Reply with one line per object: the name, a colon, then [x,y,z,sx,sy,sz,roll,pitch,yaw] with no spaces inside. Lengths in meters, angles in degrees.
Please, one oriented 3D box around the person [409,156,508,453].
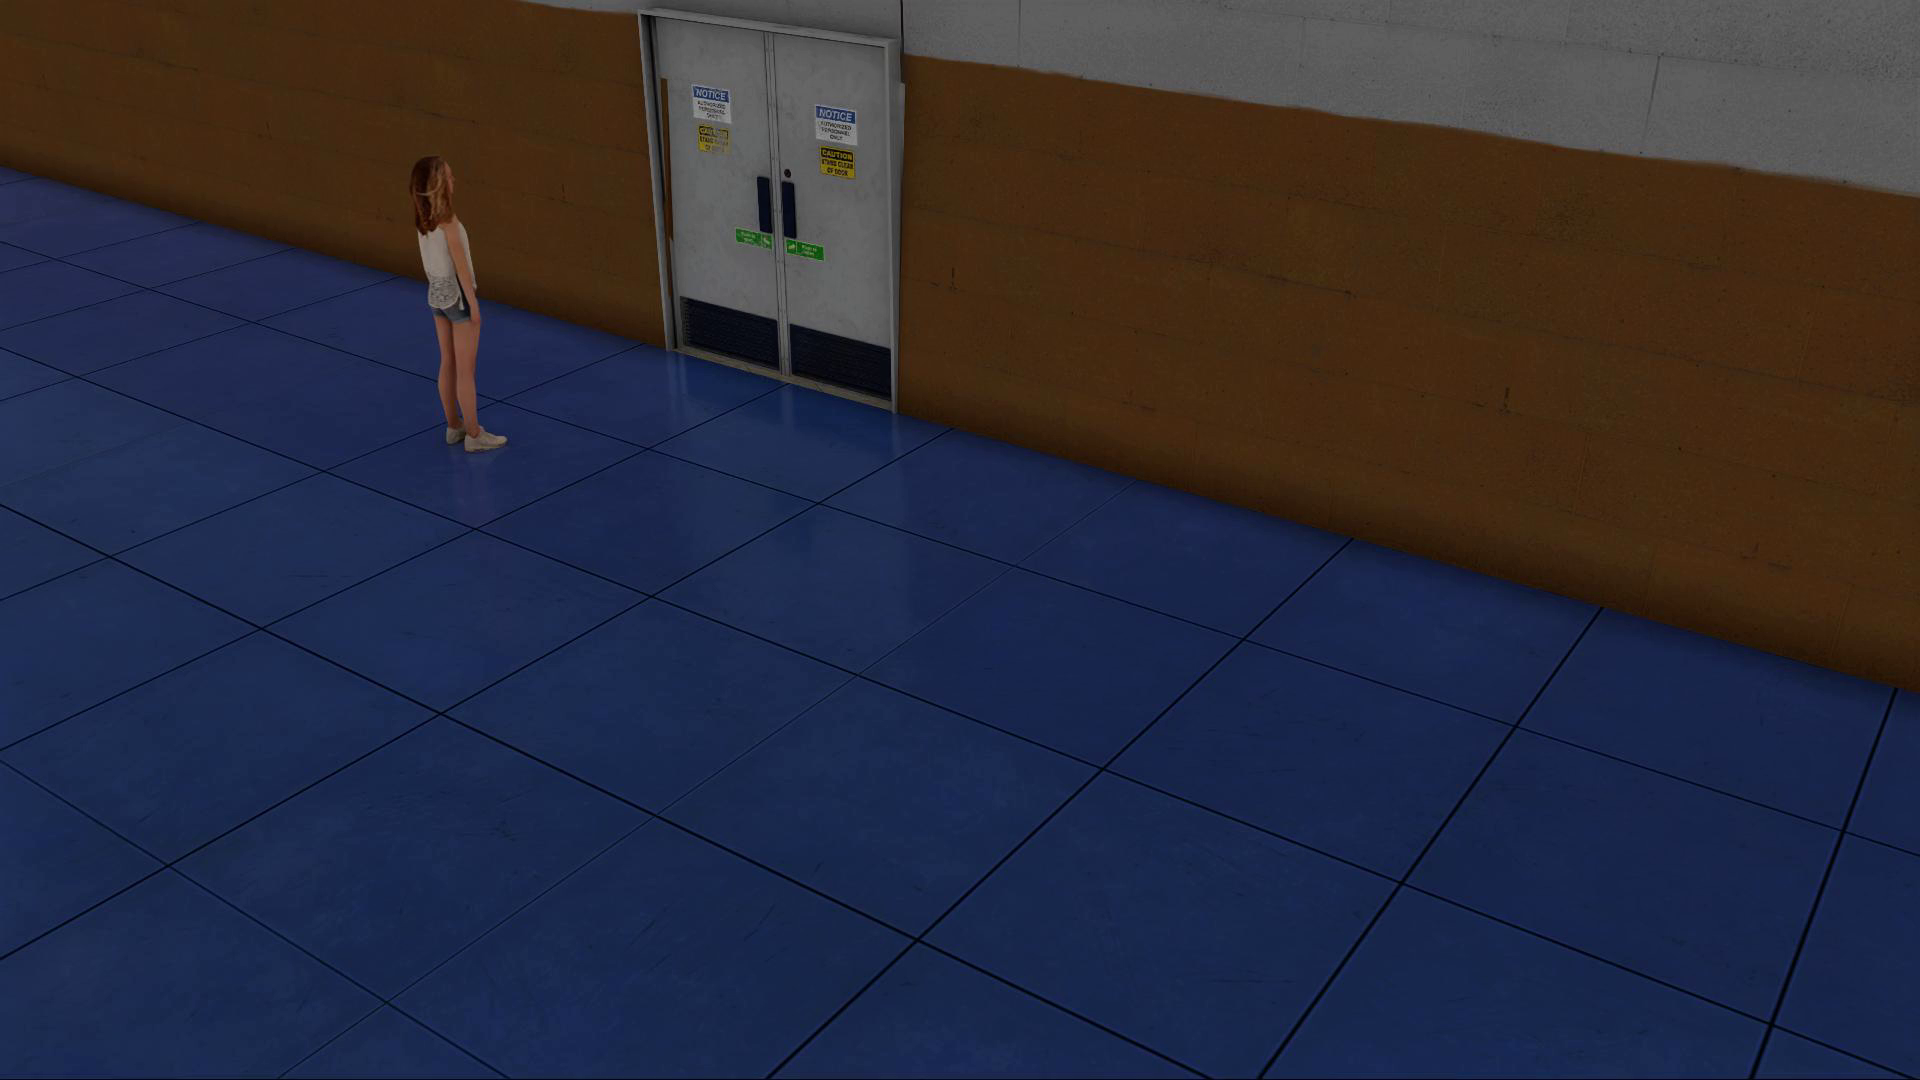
person: [-2.999,-1.377,9.779,0.562,1.759,0.605,-24,35,-39]
